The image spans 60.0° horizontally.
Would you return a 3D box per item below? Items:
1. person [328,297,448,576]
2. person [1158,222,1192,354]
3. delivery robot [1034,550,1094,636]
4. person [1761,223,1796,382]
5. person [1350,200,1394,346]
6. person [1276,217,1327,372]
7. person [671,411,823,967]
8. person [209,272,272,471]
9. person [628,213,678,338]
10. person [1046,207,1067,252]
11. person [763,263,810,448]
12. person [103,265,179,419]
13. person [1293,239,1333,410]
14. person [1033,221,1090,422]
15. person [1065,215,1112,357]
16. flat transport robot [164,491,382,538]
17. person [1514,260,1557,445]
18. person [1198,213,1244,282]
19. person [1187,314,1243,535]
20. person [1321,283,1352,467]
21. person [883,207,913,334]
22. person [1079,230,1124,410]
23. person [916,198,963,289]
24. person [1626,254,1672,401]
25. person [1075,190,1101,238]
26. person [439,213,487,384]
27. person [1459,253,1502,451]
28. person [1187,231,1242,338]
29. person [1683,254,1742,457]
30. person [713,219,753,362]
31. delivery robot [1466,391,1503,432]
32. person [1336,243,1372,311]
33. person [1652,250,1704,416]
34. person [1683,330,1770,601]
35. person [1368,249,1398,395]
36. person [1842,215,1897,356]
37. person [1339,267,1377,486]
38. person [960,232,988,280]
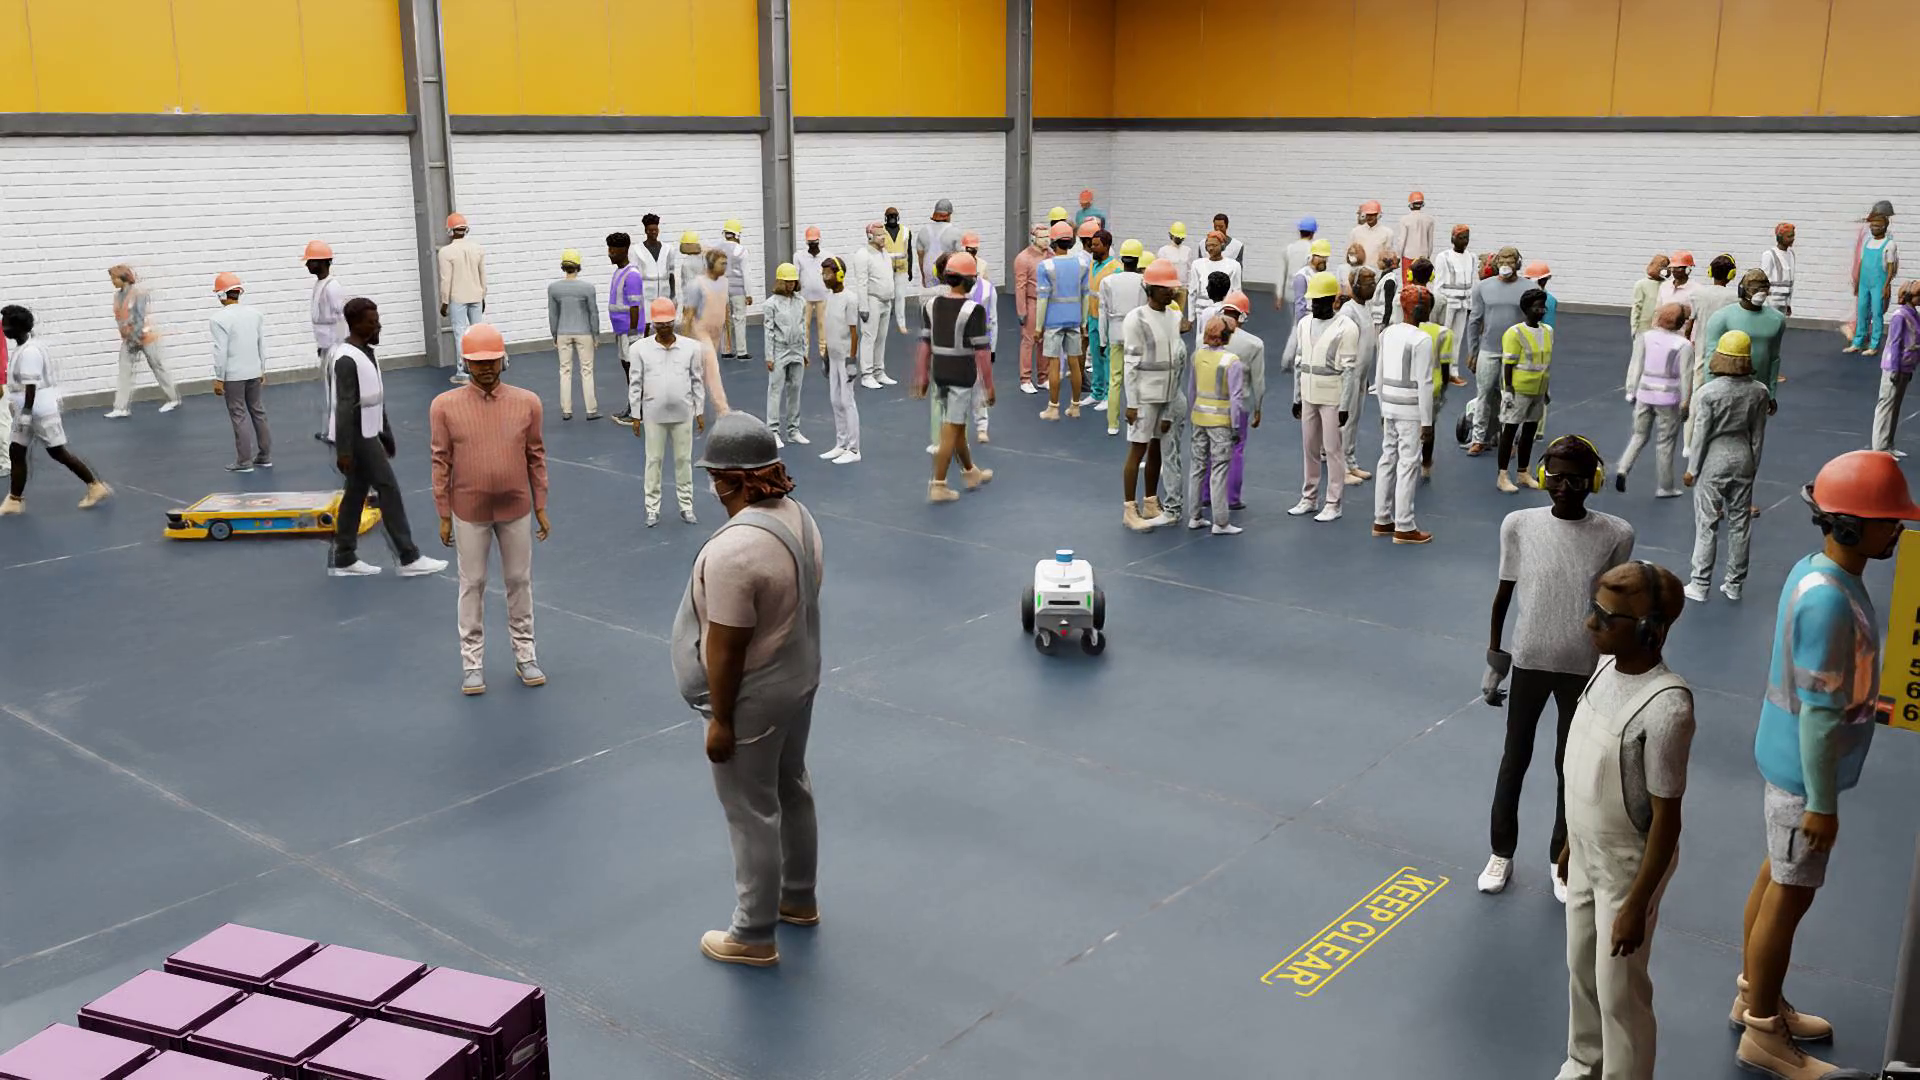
[{"bbox_3d":[-3.873,-0.678,11.186,0.882,1.883,0.631,-2,14,-9],"label":"person"},{"bbox_3d":[2.849,-3.312,21.986,0.534,1.758,0.329,-8,16,-28],"label":"person"},{"bbox_3d":[0.612,0.301,9.794,0.477,0.478,0.707,1,14,3],"label":"delivery robot"},{"bbox_3d":[9.650,-2.796,19.666,0.584,1.882,0.345,-10,17,-34],"label":"person"},{"bbox_3d":[5.659,-3.685,22.990,0.612,1.995,0.393,7,16,26],"label":"person"},{"bbox_3d":[4.231,-3.048,20.683,0.603,1.899,0.975,13,19,41],"label":"person"},{"bbox_3d":[-0.780,0.524,6.081,0.536,2.000,0.684,4,15,17],"label":"person"},{"bbox_3d":[-6.380,-1.483,14.684,0.342,1.748,0.573,5,15,21],"label":"person"},{"bbox_3d":[-3.725,-2.981,20.237,0.607,1.966,0.367,-9,16,-31],"label":"person"},{"bbox_3d":[1.335,-3.524,22.489,0.381,1.922,0.594,4,14,14],"label":"person"},{"bbox_3d":[-1.628,-1.751,15.773,0.492,1.742,0.320,-13,19,-42],"label":"person"},{"bbox_3d":[-8.643,-2.089,17.441,0.505,1.586,0.883,6,15,23],"label":"person"},{"bbox_3d":[3.797,-2.297,17.781,0.591,1.830,0.403,-13,19,-43],"label":"person"},{"bbox_3d":[1.033,-2.239,17.113,0.605,2.045,0.378,-6,15,-24],"label":"person"},{"bbox_3d":[1.681,-3.303,21.811,1.036,1.878,0.609,-8,16,-29],"label":"person"},{"bbox_3d":[-5.163,-0.201,12.564,1.431,0.197,0.652,-1,14,-6],"label":"flat transport robot"},{"bbox_3d":[5.456,-1.786,15.893,0.341,1.749,0.572,11,18,38],"label":"person"},{"bbox_3d":[3.275,-3.164,21.063,0.587,1.920,0.390,5,15,21],"label":"person"},{"bbox_3d":[1.895,-0.858,12.412,0.315,1.641,0.514,-10,17,-35],"label":"person"},{"bbox_3d":[3.367,-1.464,14.839,0.307,1.641,0.514,-2,14,-8],"label":"person"},{"bbox_3d":[-0.986,-3.927,24.268,0.635,1.842,0.429,-4,14,-14],"label":"person"},{"bbox_3d":[1.536,-2.358,17.846,0.393,1.919,0.589,-8,16,-28],"label":"person"},{"bbox_3d":[-0.212,-3.614,22.615,0.689,2.000,0.539,7,16,26],"label":"person"},{"bbox_3d":[7.614,-2.320,18.297,0.504,1.628,0.277,-2,14,-7],"label":"person"},{"bbox_3d":[2.257,-5.037,28.587,0.753,1.942,0.694,-12,19,-41],"label":"person"},{"bbox_3d":[-5.863,-2.847,19.641,0.380,1.996,0.608,12,18,39],"label":"person"},{"bbox_3d":[4.957,-1.754,15.573,0.394,1.847,0.563,9,17,33],"label":"person"},{"bbox_3d":[2.775,-2.434,18.216,0.585,1.882,0.340,6,15,23],"label":"person"},{"bbox_3d":[6.868,-1.668,15.188,0.538,1.869,0.312,11,18,38],"label":"person"},{"bbox_3d":[-2.924,-3.215,21.470,0.596,1.825,0.403,9,17,32],"label":"person"},{"bbox_3d":[5.157,-1.278,16.103,0.477,0.478,0.707,9,16,31],"label":"delivery robot"},{"bbox_3d":[4.849,-2.867,20.517,0.503,1.600,0.770,13,19,43],"label":"person"},{"bbox_3d":[7.382,-2.110,17.184,0.327,1.753,0.563,-9,16,-31],"label":"person"},{"bbox_3d":[4.884,-0.464,10.657,0.483,1.732,0.298,-1,14,-6],"label":"person"},{"bbox_3d":[4.800,-2.464,18.833,0.307,1.641,0.514,1,14,4],"label":"person"},{"bbox_3d":[12.072,-3.363,22.010,0.343,1.845,0.507,-6,15,-22],"label":"person"},{"bbox_3d":[3.360,-1.393,14.135,0.333,1.844,0.514,8,16,29],"label":"person"},{"bbox_3d":[0.118,-2.820,20.025,0.559,1.752,0.325,-9,17,-33],"label":"person"}]
